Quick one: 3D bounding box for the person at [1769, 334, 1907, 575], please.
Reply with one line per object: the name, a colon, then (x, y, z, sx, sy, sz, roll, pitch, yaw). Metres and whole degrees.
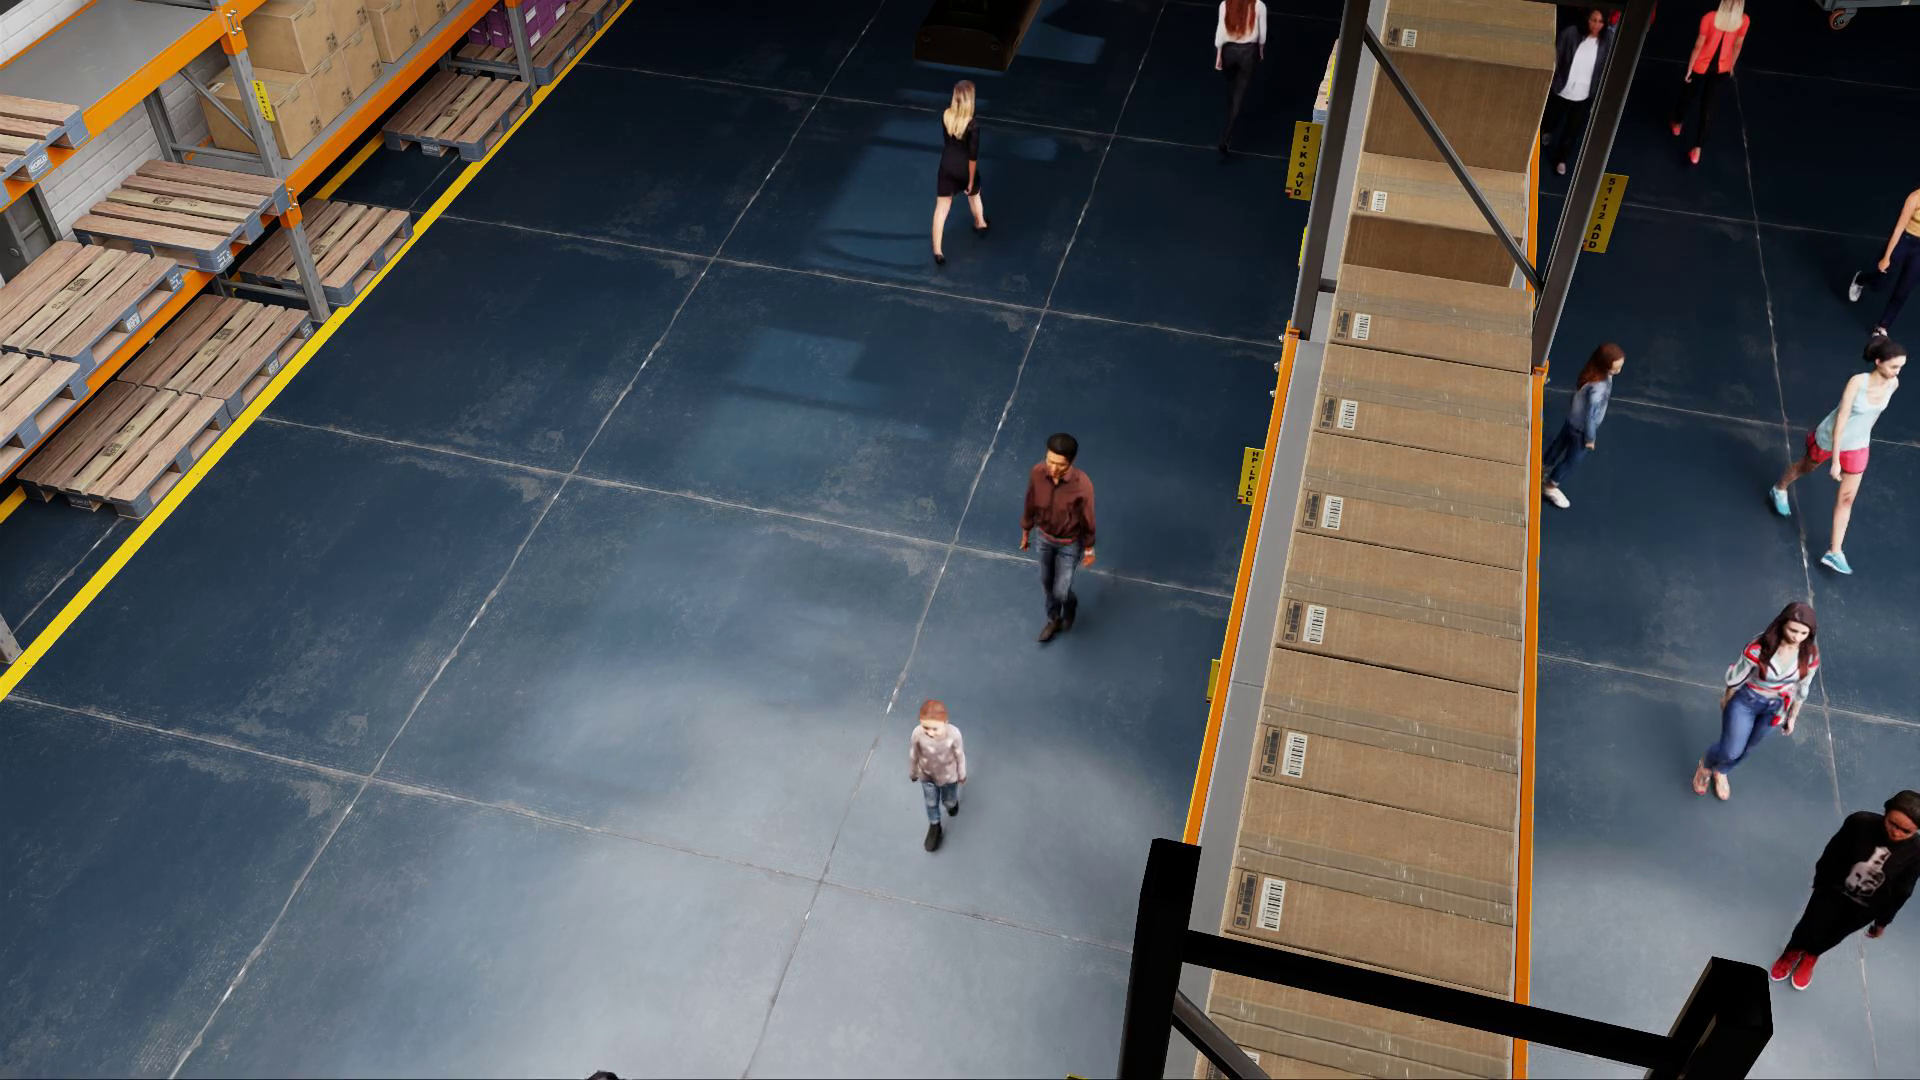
person: (6.068, -0.704, 11.588, 0.889, 1.702, 1.279, -5, 44, -5)

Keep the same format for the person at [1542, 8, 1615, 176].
person: (5.670, -4.211, 15.357, 0.663, 1.581, 0.849, 9, 44, 9)

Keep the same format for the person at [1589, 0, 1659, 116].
person: (6.374, -4.903, 16.006, 0.621, 1.687, 0.574, 13, 45, 13)

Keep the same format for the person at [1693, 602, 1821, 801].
person: (4.763, 0.921, 9.954, 0.631, 1.603, 0.603, 4, 44, 4)

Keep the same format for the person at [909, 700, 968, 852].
person: (-0.116, 1.329, 9.829, 0.531, 1.186, 0.658, 6, 44, 6)

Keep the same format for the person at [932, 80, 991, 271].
person: (-0.061, -3.049, 14.112, 0.806, 1.616, 1.135, 23, 48, 22)

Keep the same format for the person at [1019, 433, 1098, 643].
person: (0.694, -0.058, 10.863, 0.759, 1.769, 0.748, 23, 48, 23)

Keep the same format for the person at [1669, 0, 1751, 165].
person: (6.942, -4.290, 15.388, 0.659, 1.653, 1.162, 8, 44, 8)

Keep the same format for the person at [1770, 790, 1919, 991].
person: (4.836, 1.841, 8.949, 0.667, 1.657, 0.668, 27, 50, 25)

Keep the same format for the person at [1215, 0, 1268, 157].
person: (2.574, -4.396, 15.455, 0.665, 1.714, 1.182, 15, 46, 15)

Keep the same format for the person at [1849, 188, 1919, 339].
person: (7.589, -2.362, 13.391, 0.730, 1.616, 1.017, 0, 44, 0)

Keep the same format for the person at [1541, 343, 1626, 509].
person: (4.427, -0.889, 11.959, 0.801, 1.458, 0.470, 0, 44, 0)

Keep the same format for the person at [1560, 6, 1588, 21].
person: (6.663, -6.226, 17.367, 0.729, 1.727, 0.801, -33, 53, -30)
